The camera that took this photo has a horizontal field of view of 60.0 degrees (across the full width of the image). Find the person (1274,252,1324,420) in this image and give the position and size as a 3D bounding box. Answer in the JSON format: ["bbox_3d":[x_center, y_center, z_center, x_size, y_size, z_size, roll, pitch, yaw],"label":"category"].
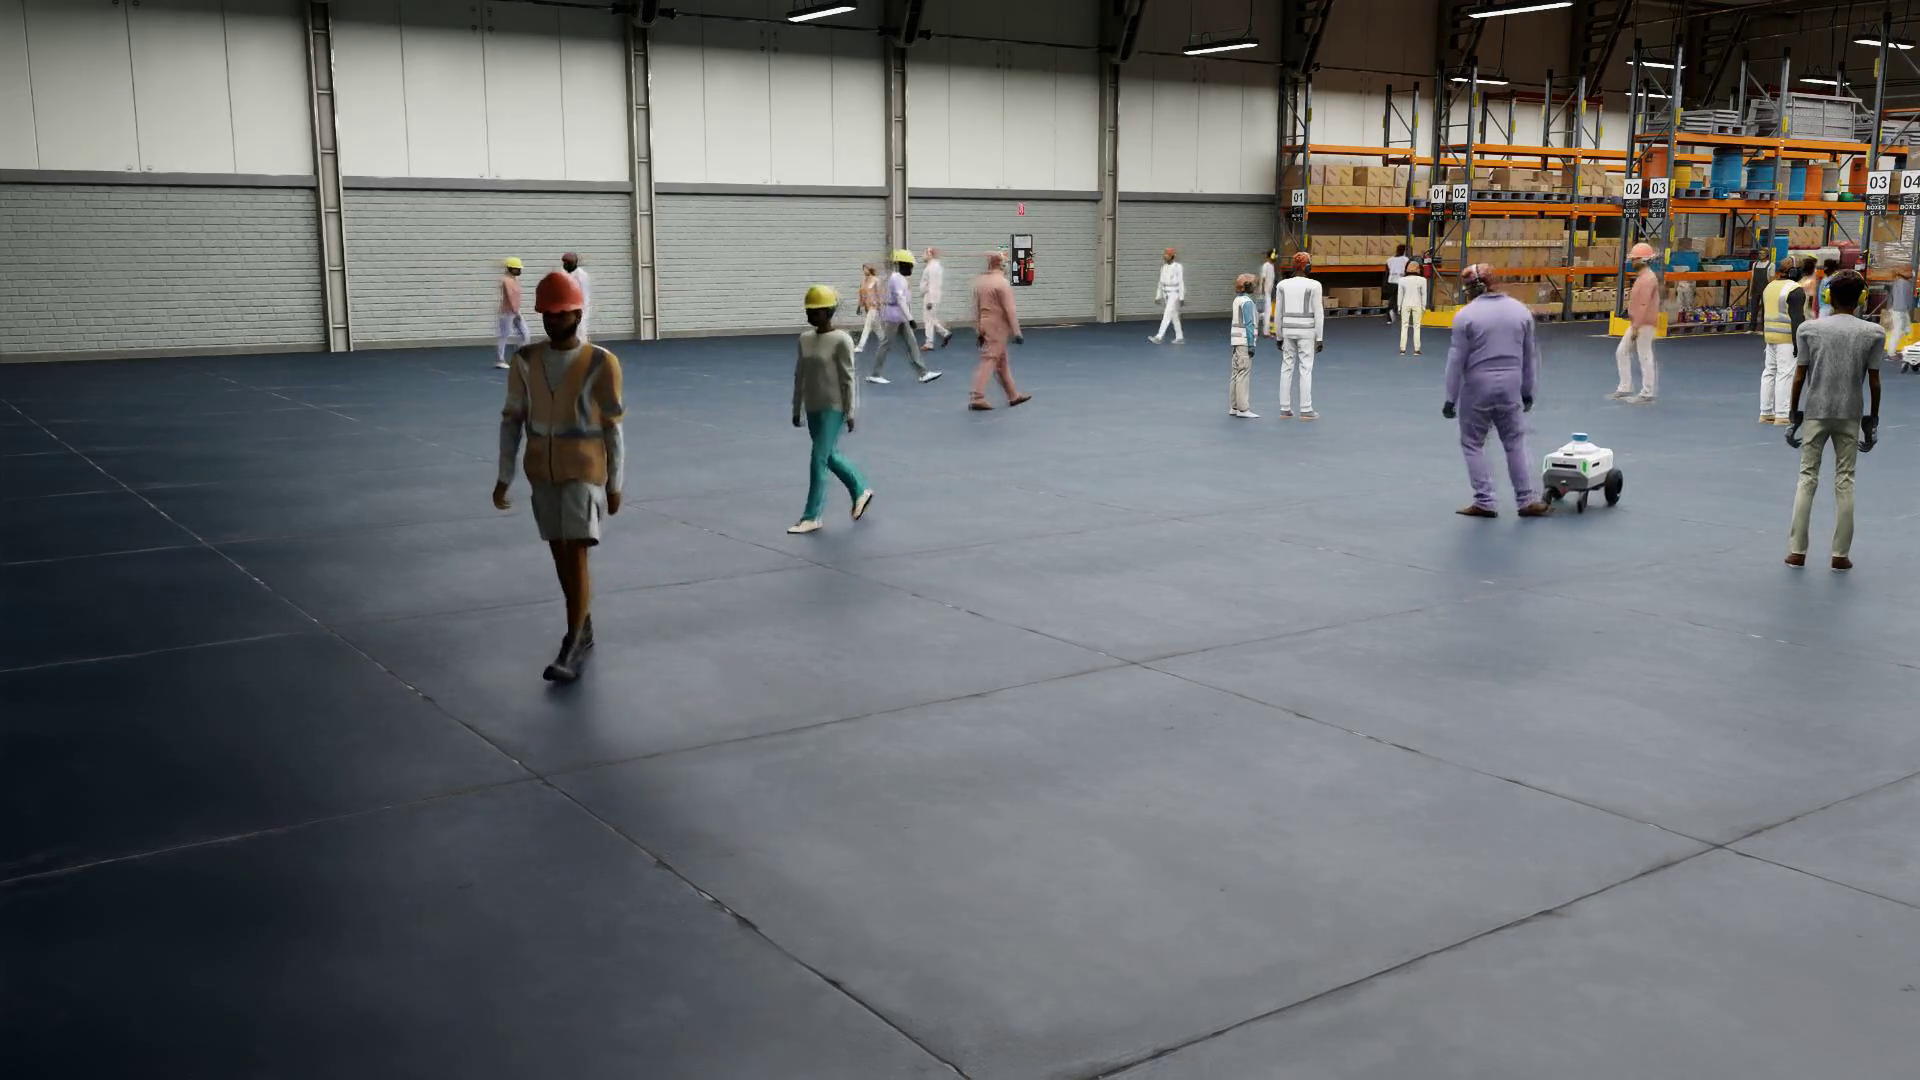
[{"bbox_3d":[3.833,-2.296,18.777,0.584,1.882,0.345,8,13,38],"label":"person"}]

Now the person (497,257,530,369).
[{"bbox_3d":[-6.895,-3.532,25.963,0.835,1.729,0.527,2,10,10],"label":"person"}]

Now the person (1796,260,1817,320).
[{"bbox_3d":[14.484,-3.996,28.694,0.787,1.671,0.536,-2,11,-11],"label":"person"}]

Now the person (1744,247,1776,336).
[{"bbox_3d":[16.715,-5.185,34.717,0.344,1.847,0.504,-7,13,-34],"label":"person"}]

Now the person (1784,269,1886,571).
[{"bbox_3d":[5.396,-0.735,10.289,0.514,1.864,0.317,5,11,25],"label":"person"}]

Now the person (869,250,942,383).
[{"bbox_3d":[-0.811,-3.109,23.279,1.037,1.863,0.584,3,11,17],"label":"person"}]

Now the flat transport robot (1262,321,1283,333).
[{"bbox_3d":[6.865,-4.551,35.559,0.652,0.197,1.431,1,10,4],"label":"flat transport robot"}]

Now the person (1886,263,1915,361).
[{"bbox_3d":[15.671,-3.783,27.661,0.362,1.623,0.516,8,13,36],"label":"person"}]

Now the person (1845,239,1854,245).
[{"bbox_3d":[24.209,-7.205,45.322,0.707,2.015,0.637,-10,14,-43],"label":"person"}]

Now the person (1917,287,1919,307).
[{"bbox_3d":[21.389,-5.536,36.677,0.403,1.833,0.590,-5,12,-27],"label":"person"}]

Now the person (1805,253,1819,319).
[{"bbox_3d":[17.553,-5.042,34.307,0.786,1.713,0.545,-2,11,-13],"label":"person"}]

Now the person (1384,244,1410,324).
[{"bbox_3d":[10.322,-6.059,39.363,0.668,1.893,0.507,9,14,40],"label":"person"}]

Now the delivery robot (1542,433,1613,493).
[{"bbox_3d":[4.735,-0.575,12.731,0.477,0.478,0.707,8,13,37],"label":"delivery robot"}]

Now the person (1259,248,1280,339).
[{"bbox_3d":[6.157,-5.011,33.794,0.647,1.842,0.588,4,11,22],"label":"person"}]

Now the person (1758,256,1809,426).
[{"bbox_3d":[9.042,-2.174,18.224,0.429,1.842,0.633,-1,10,-6],"label":"person"}]

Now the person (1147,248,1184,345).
[{"bbox_3d":[3.942,-4.637,31.741,0.967,1.832,0.604,-6,12,-28],"label":"person"}]

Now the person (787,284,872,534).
[{"bbox_3d":[-0.924,-0.946,11.792,0.534,1.732,0.847,10,14,42],"label":"person"}]

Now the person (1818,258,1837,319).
[{"bbox_3d":[15.554,-4.185,29.702,0.708,1.673,0.540,2,10,9],"label":"person"}]

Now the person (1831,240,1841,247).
[{"bbox_3d":[23.958,-7.256,45.706,0.596,1.976,0.643,-7,12,-34],"label":"person"}]

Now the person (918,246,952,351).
[{"bbox_3d":[-0.488,-4.370,30.135,0.539,1.893,0.648,0,10,2],"label":"person"}]

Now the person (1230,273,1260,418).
[{"bbox_3d":[3.246,-2.219,19.011,0.307,1.644,0.514,-1,10,-8],"label":"person"}]

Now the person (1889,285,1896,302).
[{"bbox_3d":[21.525,-5.818,37.934,0.372,1.940,0.631,-9,13,-40],"label":"person"}]

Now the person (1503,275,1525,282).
[{"bbox_3d":[13.755,-6.386,41.349,0.404,1.823,0.623,-8,13,-36],"label":"person"}]

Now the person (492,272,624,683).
[{"bbox_3d":[-1.895,-0.311,7.878,0.552,1.897,0.861,2,11,11],"label":"person"}]

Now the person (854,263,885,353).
[{"bbox_3d":[-1.606,-4.156,29.791,0.886,1.594,0.526,-8,13,-37],"label":"person"}]

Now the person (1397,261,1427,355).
[{"bbox_3d":[7.912,-4.059,29.128,0.500,1.633,0.284,4,11,19],"label":"person"}]

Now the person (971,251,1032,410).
[{"bbox_3d":[0.519,-2.493,19.875,0.962,1.868,0.639,-4,11,-23],"label":"person"}]

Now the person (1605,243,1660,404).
[{"bbox_3d":[8.288,-2.661,20.518,0.705,1.970,0.653,2,11,13],"label":"person"}]

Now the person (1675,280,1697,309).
[{"bbox_3d":[16.668,-5.708,38.159,0.433,1.623,0.538,-9,14,-41],"label":"person"}]

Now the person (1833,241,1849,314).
[{"bbox_3d":[22.125,-6.510,41.733,0.373,1.934,0.551,-5,11,-25],"label":"person"}]

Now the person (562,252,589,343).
[{"bbox_3d":[-5.922,-3.497,25.524,0.458,1.824,0.630,-10,14,-42],"label":"person"}]

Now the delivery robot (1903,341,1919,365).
[{"bbox_3d":[14.586,-2.839,25.142,0.707,0.478,0.477,-7,12,-34],"label":"delivery robot"}]

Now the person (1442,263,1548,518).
[{"bbox_3d":[3.958,-1.093,12.246,0.844,1.865,0.393,-1,10,-6],"label":"person"}]
